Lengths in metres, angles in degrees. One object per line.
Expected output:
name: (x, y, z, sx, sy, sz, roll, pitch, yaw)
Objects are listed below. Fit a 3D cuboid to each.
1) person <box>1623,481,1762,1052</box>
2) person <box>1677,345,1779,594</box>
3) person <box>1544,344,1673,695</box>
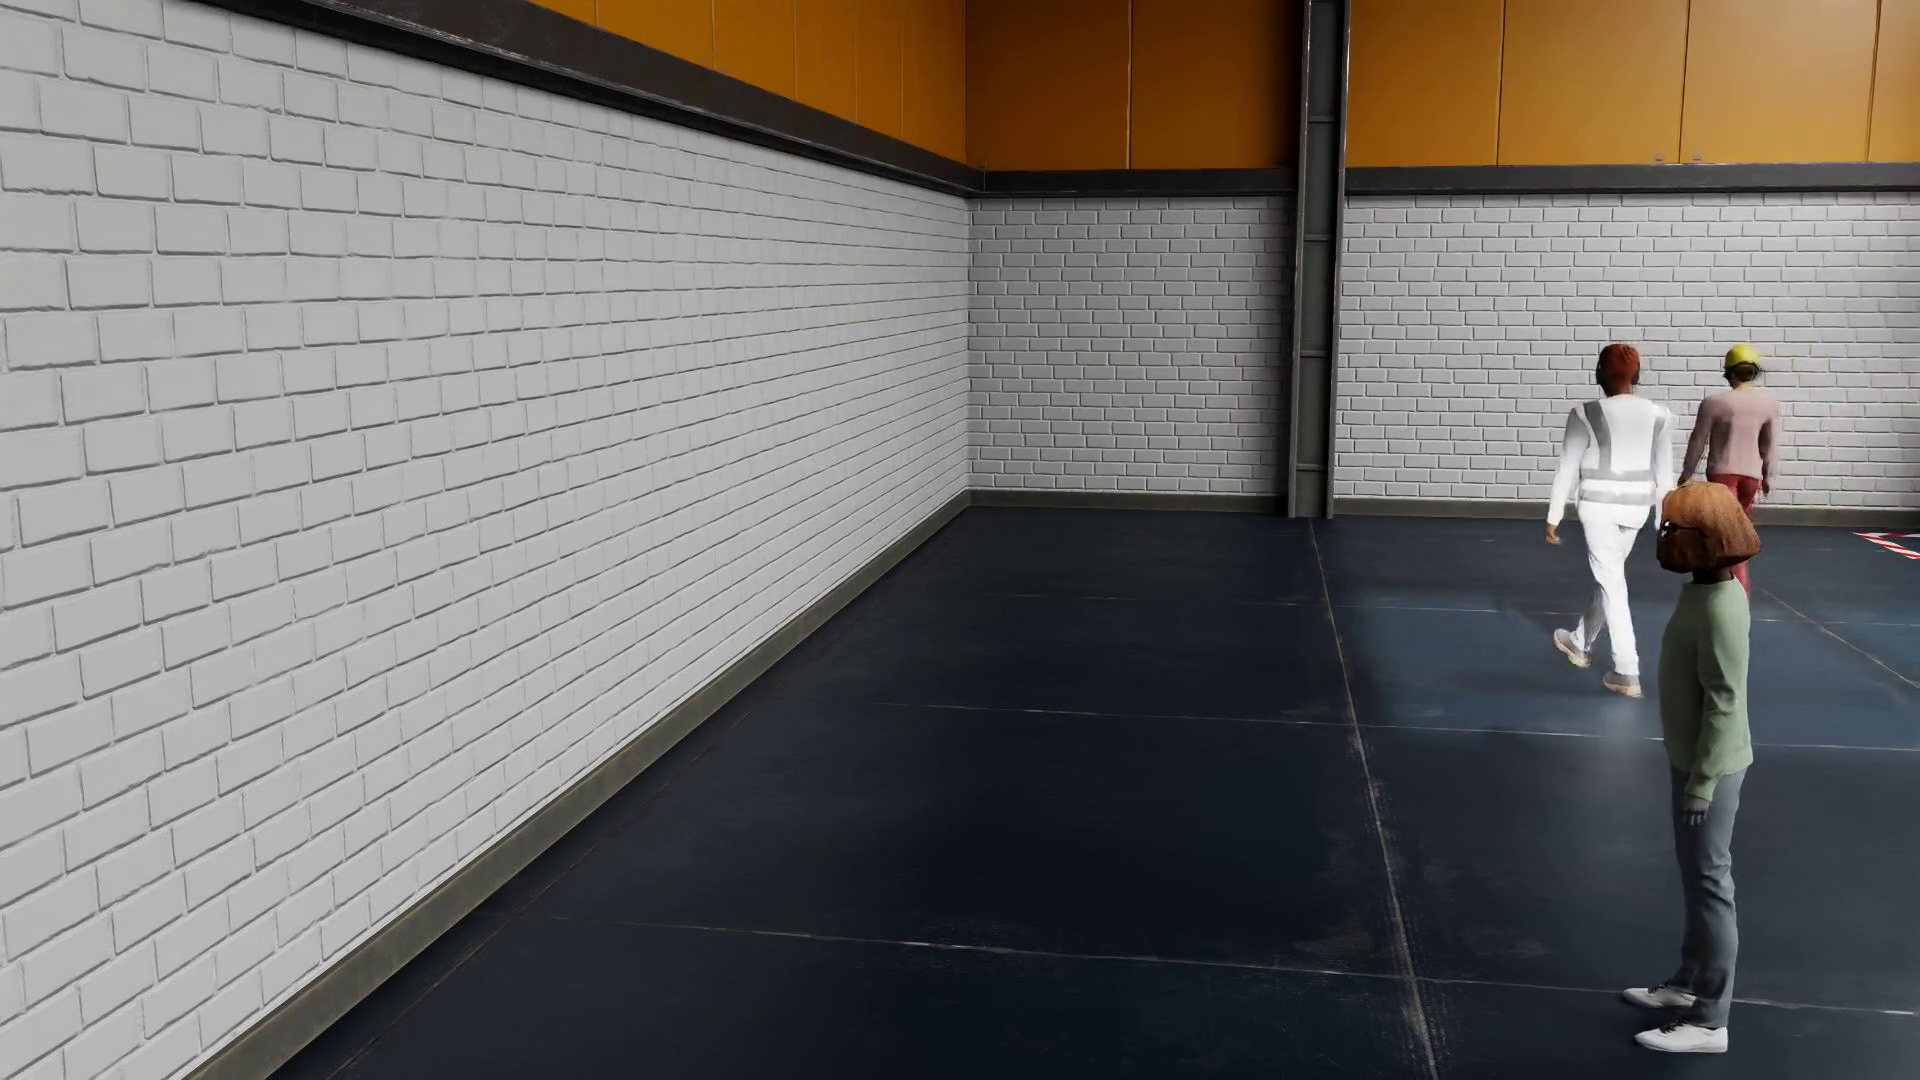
person: (2.096, 0.645, 4.743, 0.287, 1.631, 0.501, 3, 10, 19)
person: (5.147, -0.437, 11.177, 0.540, 1.721, 0.888, -1, 9, -4)
person: (3.486, -0.140, 8.998, 0.603, 1.829, 0.972, -2, 9, -9)
